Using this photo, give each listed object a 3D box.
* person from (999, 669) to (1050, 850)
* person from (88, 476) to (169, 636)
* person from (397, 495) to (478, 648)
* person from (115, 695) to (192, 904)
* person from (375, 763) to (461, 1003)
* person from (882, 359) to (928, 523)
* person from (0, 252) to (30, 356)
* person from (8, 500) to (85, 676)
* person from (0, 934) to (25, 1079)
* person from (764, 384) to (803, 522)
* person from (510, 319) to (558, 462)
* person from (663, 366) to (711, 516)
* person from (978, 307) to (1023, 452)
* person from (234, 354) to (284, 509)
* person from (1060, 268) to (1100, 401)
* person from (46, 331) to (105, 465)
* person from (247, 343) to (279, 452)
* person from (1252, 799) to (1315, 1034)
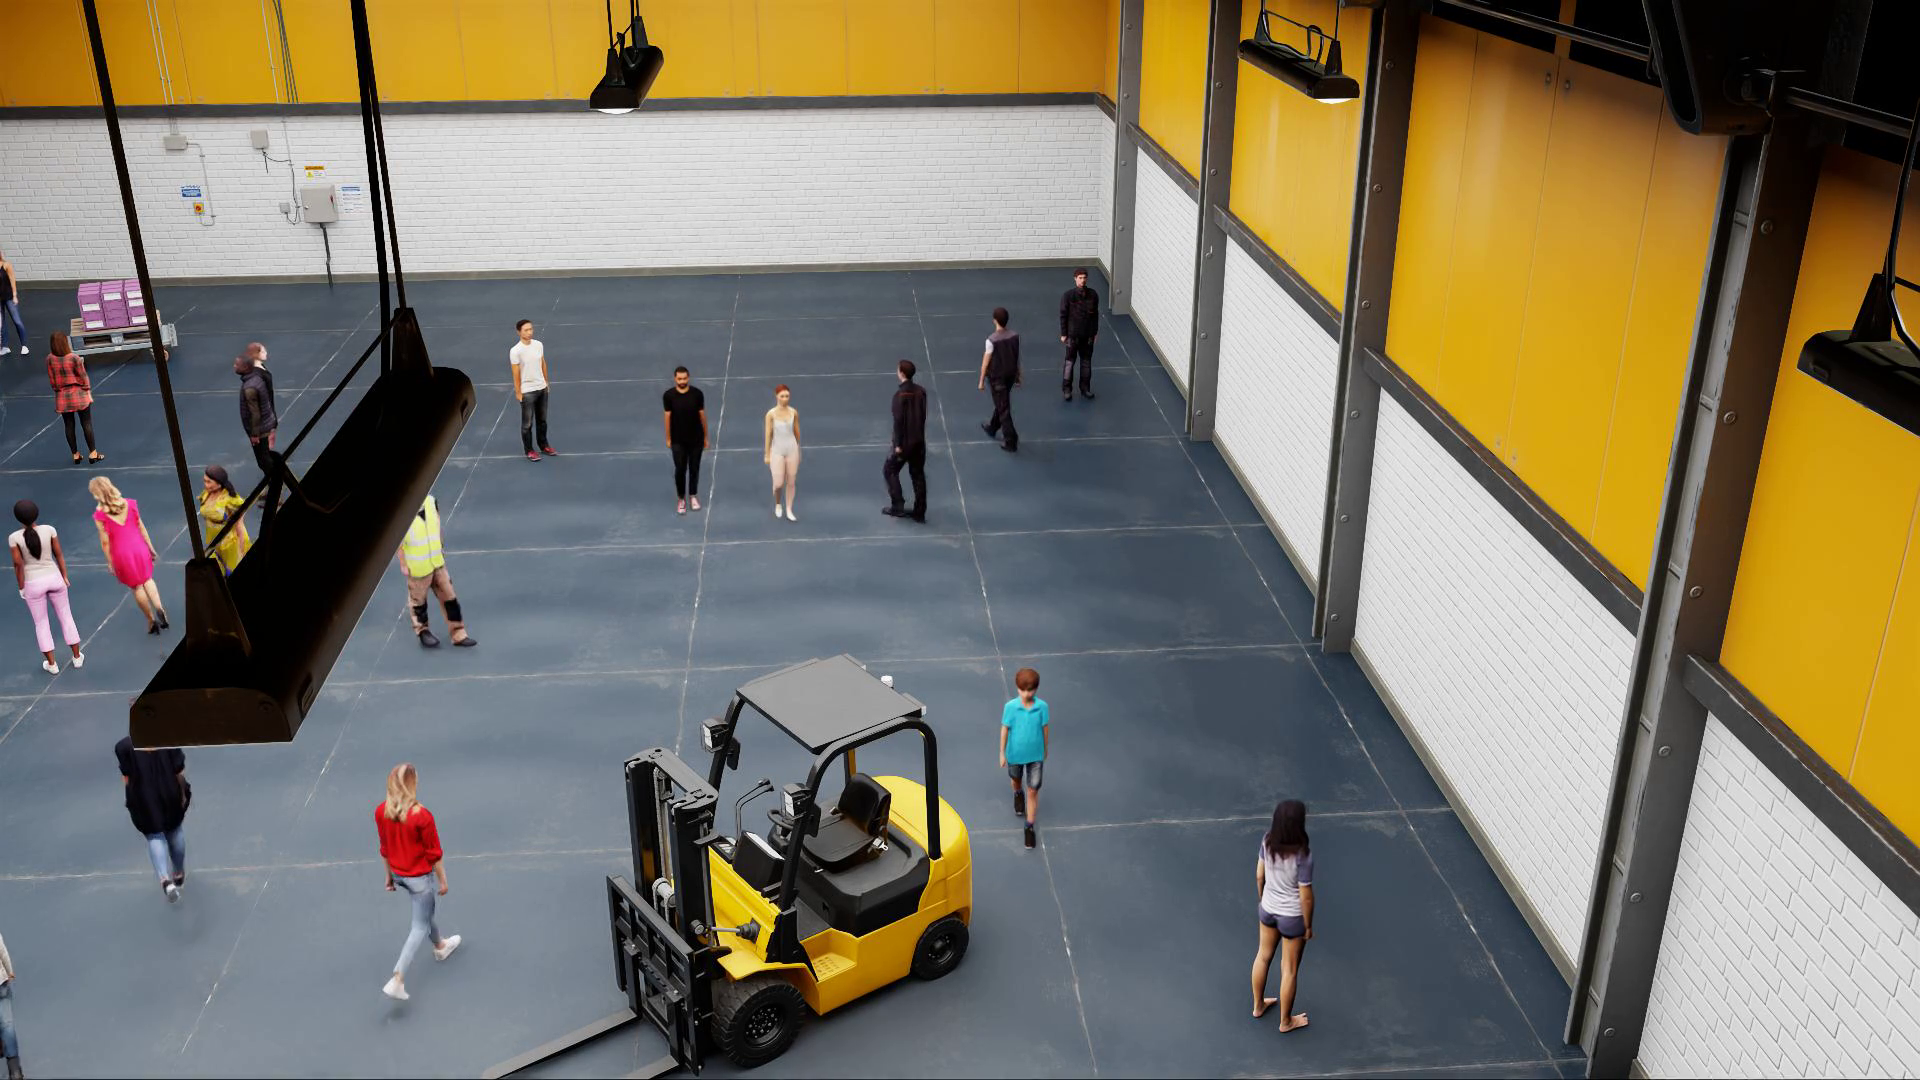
[{"bbox_3d":[0.511,1.643,13.221,0.610,1.417,0.995,1,24,2],"label":"person"},{"bbox_3d":[-8.043,0.194,16.189,0.843,1.694,0.903,-21,31,-39],"label":"person"},{"bbox_3d":[-5.213,0.193,16.034,1.094,1.819,1.036,19,30,36],"label":"person"},{"bbox_3d":[-5.871,1.943,12.221,0.832,1.666,1.017,-12,26,-25],"label":"person"},{"bbox_3d":[-3.756,2.338,11.306,0.929,1.676,1.187,8,25,18],"label":"person"},{"bbox_3d":[-0.530,-1.084,18.865,0.879,1.891,0.934,-22,32,-40],"label":"person"},{"bbox_3d":[-14.318,-3.626,24.892,0.591,1.722,0.524,-3,24,-7],"label":"person"},{"bbox_3d":[-8.600,0.422,15.609,0.661,1.742,0.684,-18,30,-36],"label":"person"},{"bbox_3d":[-6.143,2.885,10.542,0.777,1.286,0.979,-16,28,-32],"label":"person"},{"bbox_3d":[-2.037,-1.011,19.023,0.657,1.633,0.674,-10,25,-21],"label":"person"},{"bbox_3d":[-5.372,-1.902,20.848,0.760,1.802,0.692,17,29,34],"label":"person"},{"bbox_3d":[-3.180,-1.204,19.324,0.699,1.745,0.723,-8,25,-17],"label":"person"},{"bbox_3d":[0.597,-2.008,21.067,1.024,1.822,1.186,-17,29,-33],"label":"person"},{"bbox_3d":[-8.186,-1.285,19.397,0.813,1.835,0.595,-8,25,-18],"label":"person"},{"bbox_3d":[1.654,-2.858,22.991,0.772,1.839,0.657,-7,25,-16],"label":"person"},{"bbox_3d":[-11.039,-1.776,20.684,0.614,1.703,0.545,-1,24,-2],"label":"person"},{"bbox_3d":[-8.460,-1.572,20.216,0.697,1.704,0.526,-10,25,-21],"label":"person"},{"bbox_3d":[2.137,2.455,10.968,0.722,1.733,0.632,-19,30,-37],"label":"person"}]
